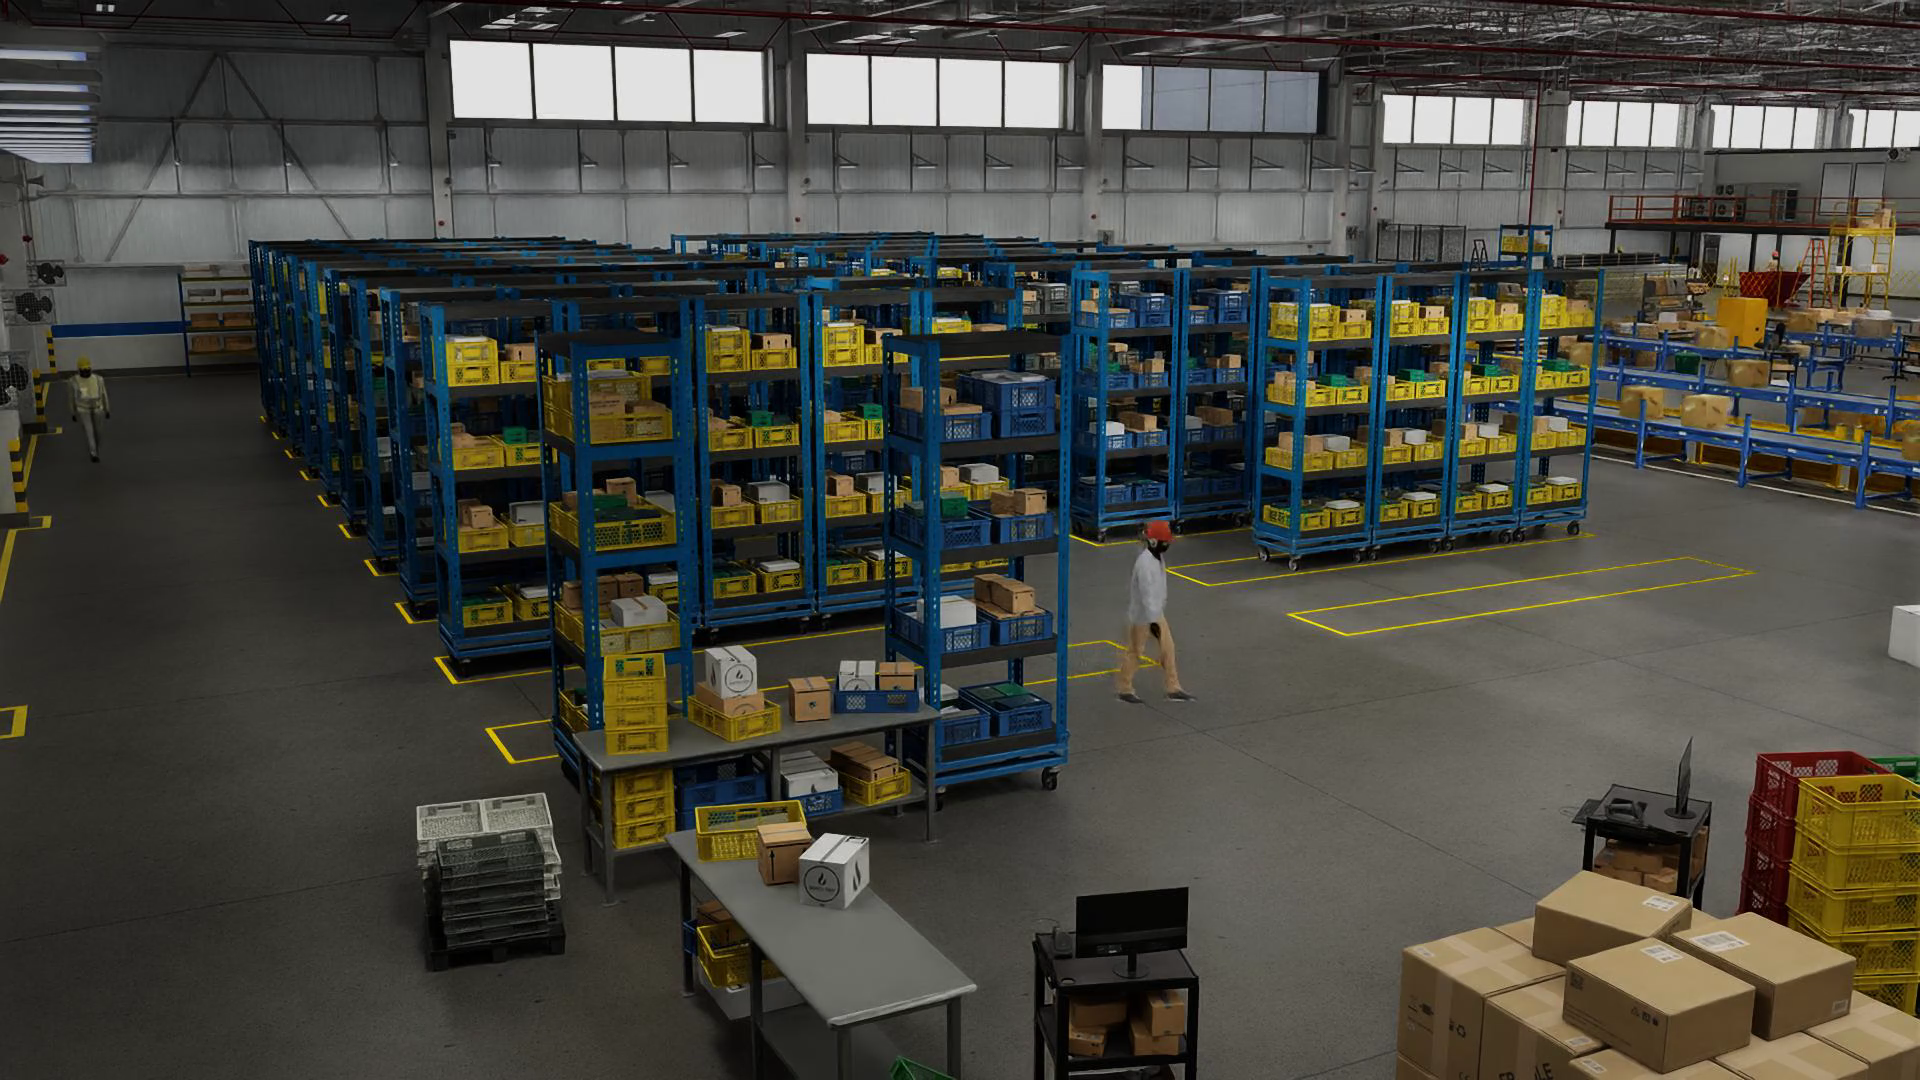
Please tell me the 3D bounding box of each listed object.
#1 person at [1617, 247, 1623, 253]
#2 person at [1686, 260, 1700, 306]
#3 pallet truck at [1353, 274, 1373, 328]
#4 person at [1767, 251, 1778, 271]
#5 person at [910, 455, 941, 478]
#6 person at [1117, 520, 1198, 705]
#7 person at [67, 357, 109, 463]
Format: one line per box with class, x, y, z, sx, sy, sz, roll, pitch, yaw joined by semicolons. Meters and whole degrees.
person;29.794;-12.302;75.293;0.587;1.927;0.364;-6;14;-27
person;27.905;-9.709;63.269;0.575;1.884;0.355;-6;14;-27
pallet truck;13.011;-8.050;55.243;0.823;1.965;1.885;-7;14;-28
person;34.193;-11.174;69.988;0.545;1.942;0.349;-6;14;-27
person;-0.533;-1.150;23.314;0.566;1.849;0.389;-6;14;-27
person;1.802;0.680;15.070;0.801;1.718;0.585;6;14;27
person;-14.968;-2.255;28.567;0.604;1.811;0.616;-10;16;-40
